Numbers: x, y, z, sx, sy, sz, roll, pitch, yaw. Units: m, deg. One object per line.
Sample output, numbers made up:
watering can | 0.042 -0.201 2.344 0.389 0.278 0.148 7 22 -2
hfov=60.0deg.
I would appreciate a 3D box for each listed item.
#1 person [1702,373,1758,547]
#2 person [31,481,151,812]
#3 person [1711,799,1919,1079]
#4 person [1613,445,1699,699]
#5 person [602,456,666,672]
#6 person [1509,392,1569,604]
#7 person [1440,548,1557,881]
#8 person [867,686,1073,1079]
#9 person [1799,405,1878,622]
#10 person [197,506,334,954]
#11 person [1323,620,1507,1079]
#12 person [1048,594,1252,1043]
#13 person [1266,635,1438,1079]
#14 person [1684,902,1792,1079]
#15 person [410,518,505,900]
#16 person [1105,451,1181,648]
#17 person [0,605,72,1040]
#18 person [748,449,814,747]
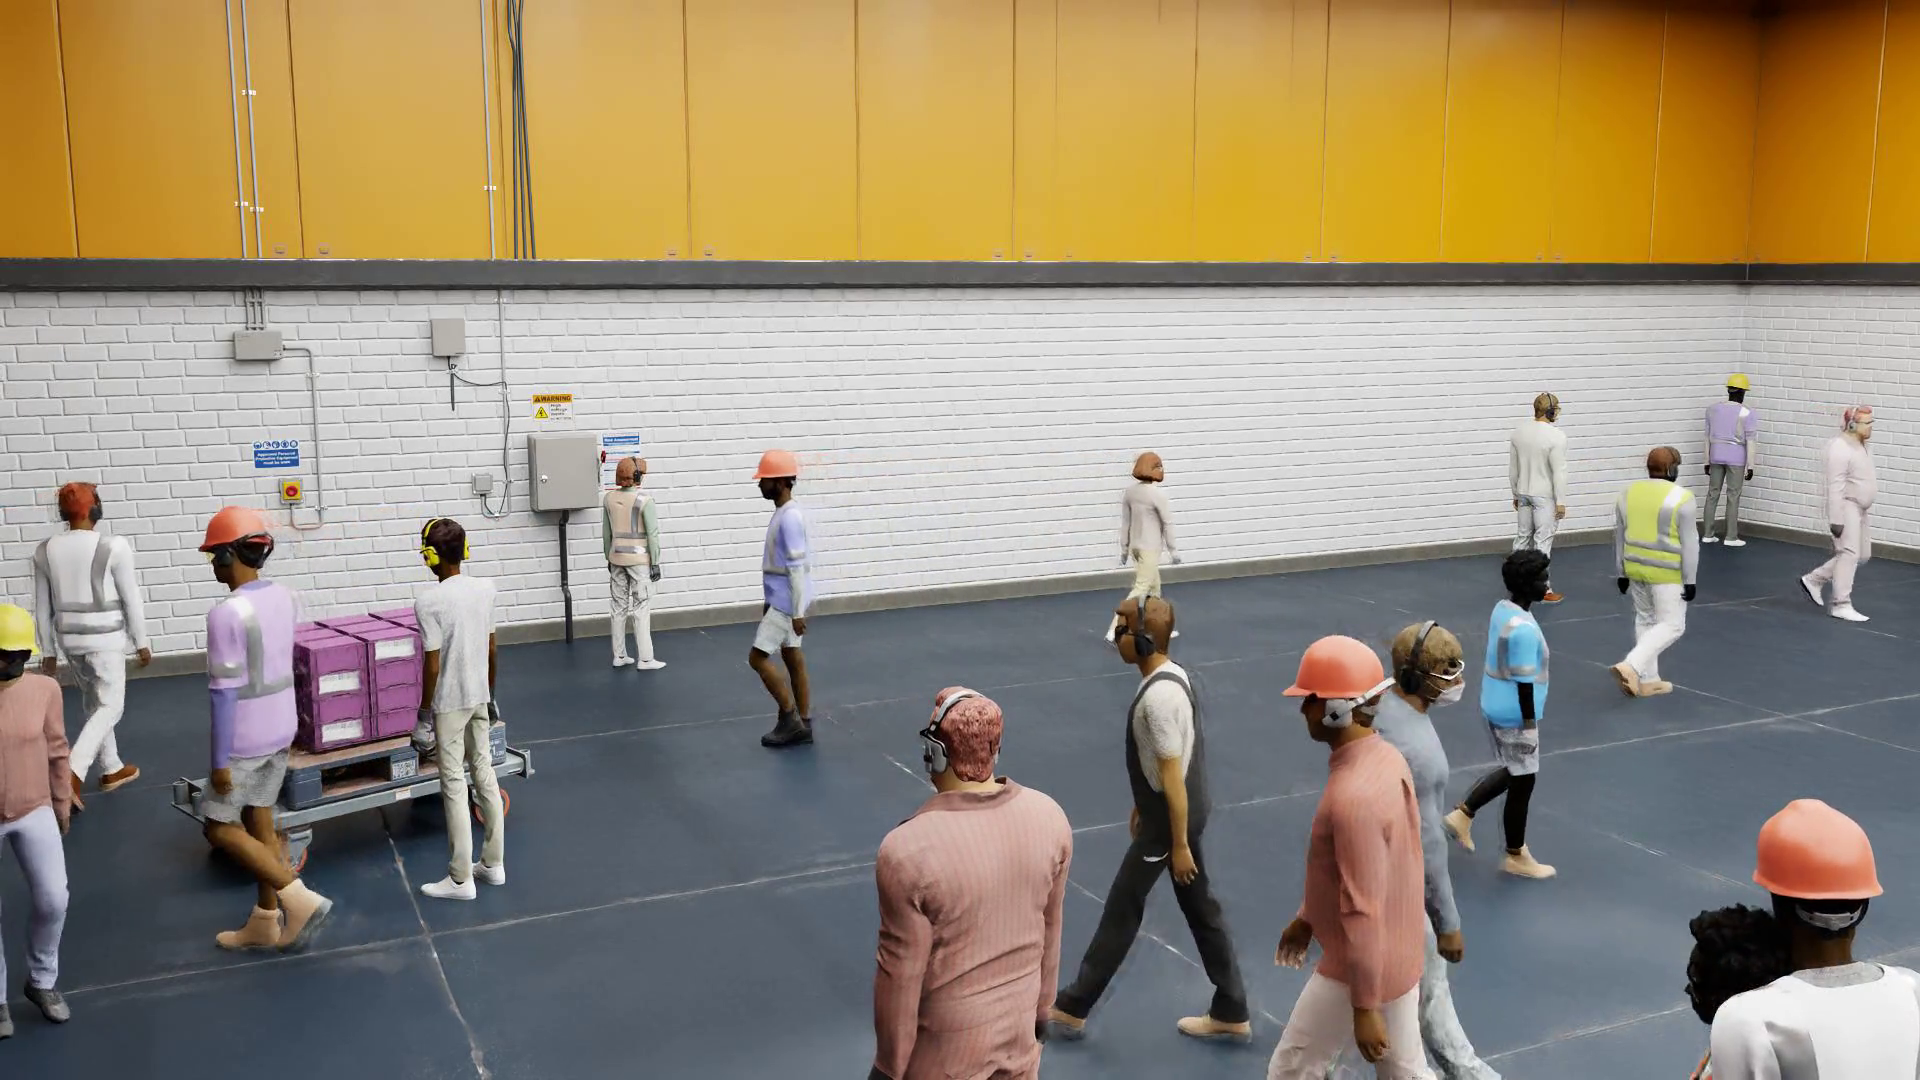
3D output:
person | 8.542 -0.886 18.449 0.390 1.919 0.583 -7 12 -38
person | -4.983 0.594 9.472 0.573 1.856 0.830 1 9 7
person | 1.785 1.506 3.556 0.546 1.934 0.376 -3 10 -17
person | 4.878 0.242 11.738 0.625 1.823 0.633 -4 10 -26
person | -2.497 0.182 12.680 0.522 1.638 0.310 5 11 30
person | 5.318 -0.387 15.282 0.355 1.938 0.637 -4 10 -26
person | 2.733 0.865 8.281 0.472 1.684 0.551 1 9 6
person | 0.002 1.346 4.634 0.641 1.908 0.407 -8 12 -40
person | 7.737 -0.246 14.567 0.546 1.886 0.660 9 13 44
person | -3.079 0.858 7.328 0.523 2.016 0.620 1 9 7
person | 1.575 1.191 5.666 1.003 1.884 0.647 1 9 8
person | 0.716 1.099 6.523 0.970 1.788 0.513 3 10 16
person | 1.101 1.254 5.072 1.009 1.940 0.605 5 10 28
person | 1.718 1.618 3.635 0.550 1.689 0.544 5 10 29
person | -2.449 0.815 8.066 0.328 1.865 0.521 5 10 28
person | 1.481 0.076 13.472 0.837 1.595 0.499 -5 11 -30
person | -3.779 1.115 6.549 0.561 1.737 0.423 -9 13 -43
person | -1.153 0.379 10.581 0.500 1.916 0.557 -1 9 -4
